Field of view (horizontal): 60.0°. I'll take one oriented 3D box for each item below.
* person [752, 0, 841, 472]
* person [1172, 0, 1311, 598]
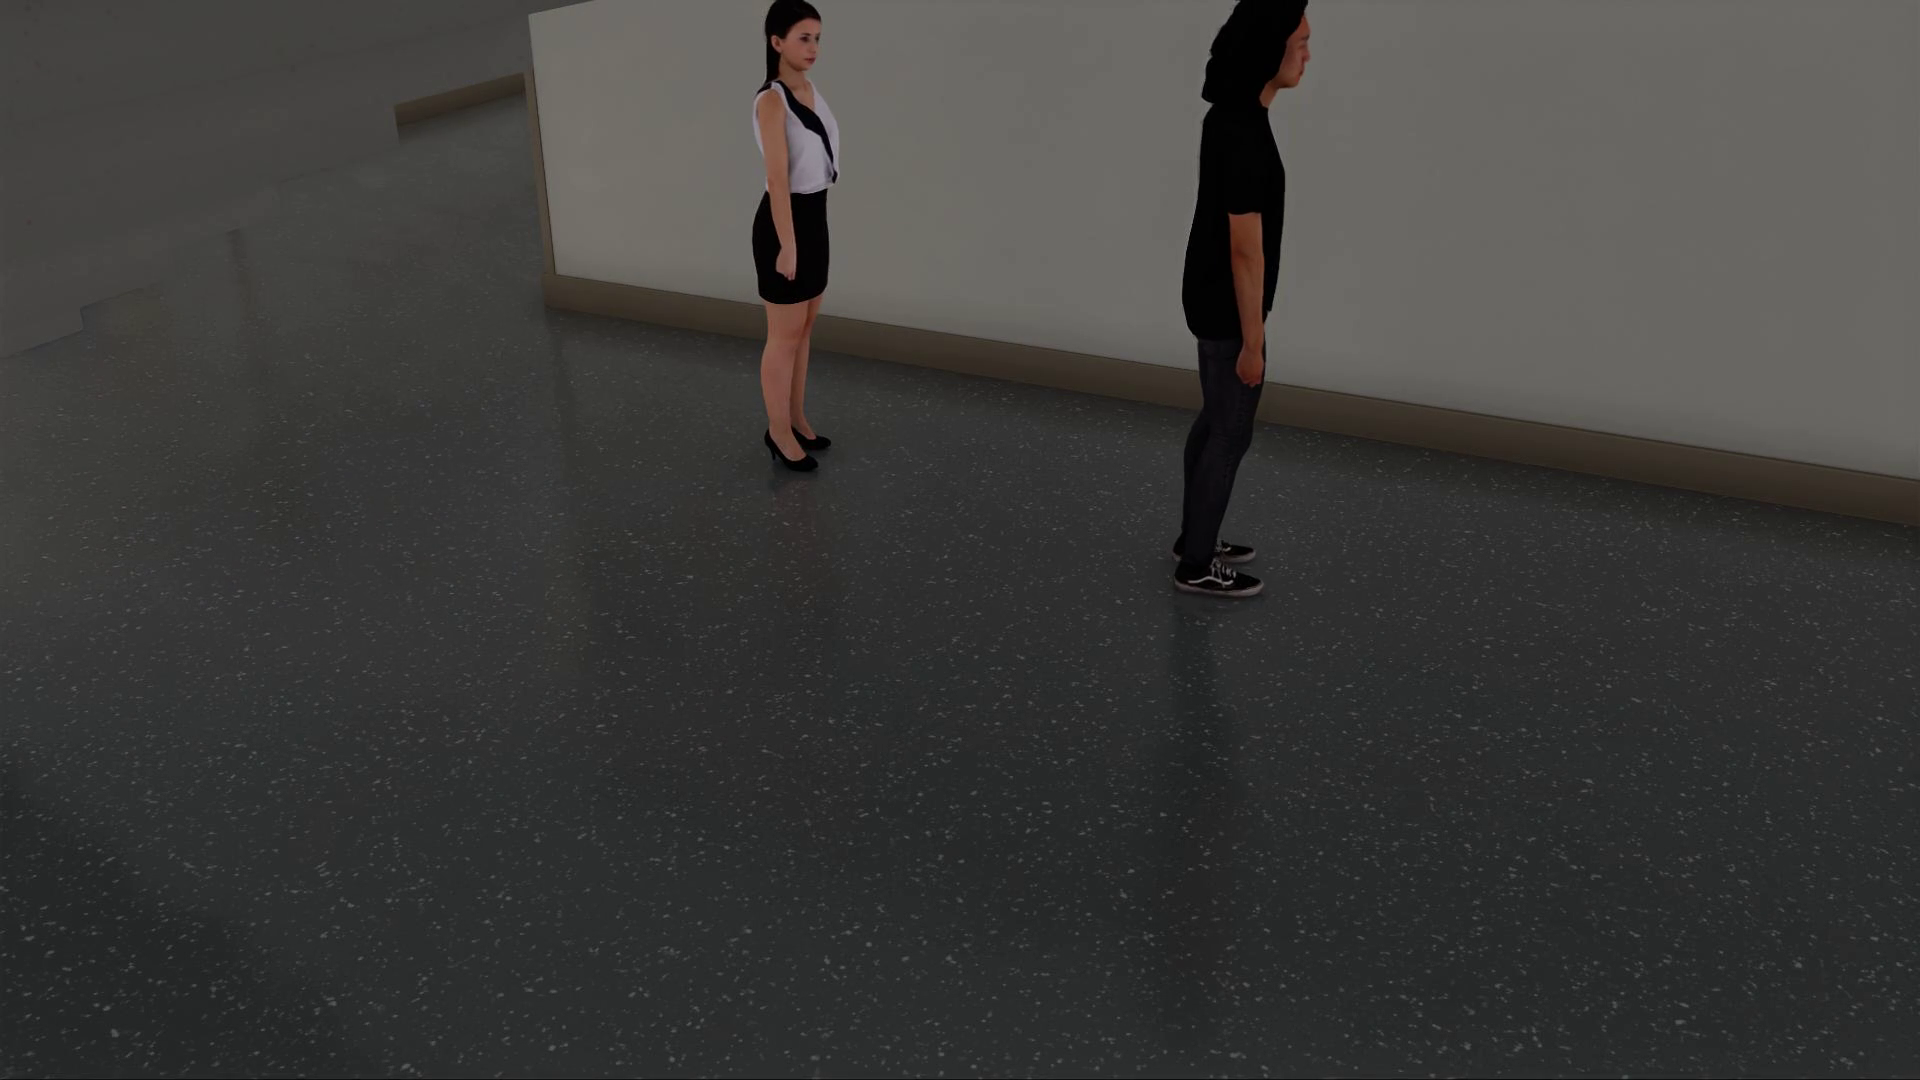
[{"bbox_3d":[-0.585,-1.064,5.893,0.573,1.648,0.595,5,26,11],"label":"person"},{"bbox_3d":[0.785,-0.701,4.923,0.686,1.824,0.706,0,26,0],"label":"person"}]
